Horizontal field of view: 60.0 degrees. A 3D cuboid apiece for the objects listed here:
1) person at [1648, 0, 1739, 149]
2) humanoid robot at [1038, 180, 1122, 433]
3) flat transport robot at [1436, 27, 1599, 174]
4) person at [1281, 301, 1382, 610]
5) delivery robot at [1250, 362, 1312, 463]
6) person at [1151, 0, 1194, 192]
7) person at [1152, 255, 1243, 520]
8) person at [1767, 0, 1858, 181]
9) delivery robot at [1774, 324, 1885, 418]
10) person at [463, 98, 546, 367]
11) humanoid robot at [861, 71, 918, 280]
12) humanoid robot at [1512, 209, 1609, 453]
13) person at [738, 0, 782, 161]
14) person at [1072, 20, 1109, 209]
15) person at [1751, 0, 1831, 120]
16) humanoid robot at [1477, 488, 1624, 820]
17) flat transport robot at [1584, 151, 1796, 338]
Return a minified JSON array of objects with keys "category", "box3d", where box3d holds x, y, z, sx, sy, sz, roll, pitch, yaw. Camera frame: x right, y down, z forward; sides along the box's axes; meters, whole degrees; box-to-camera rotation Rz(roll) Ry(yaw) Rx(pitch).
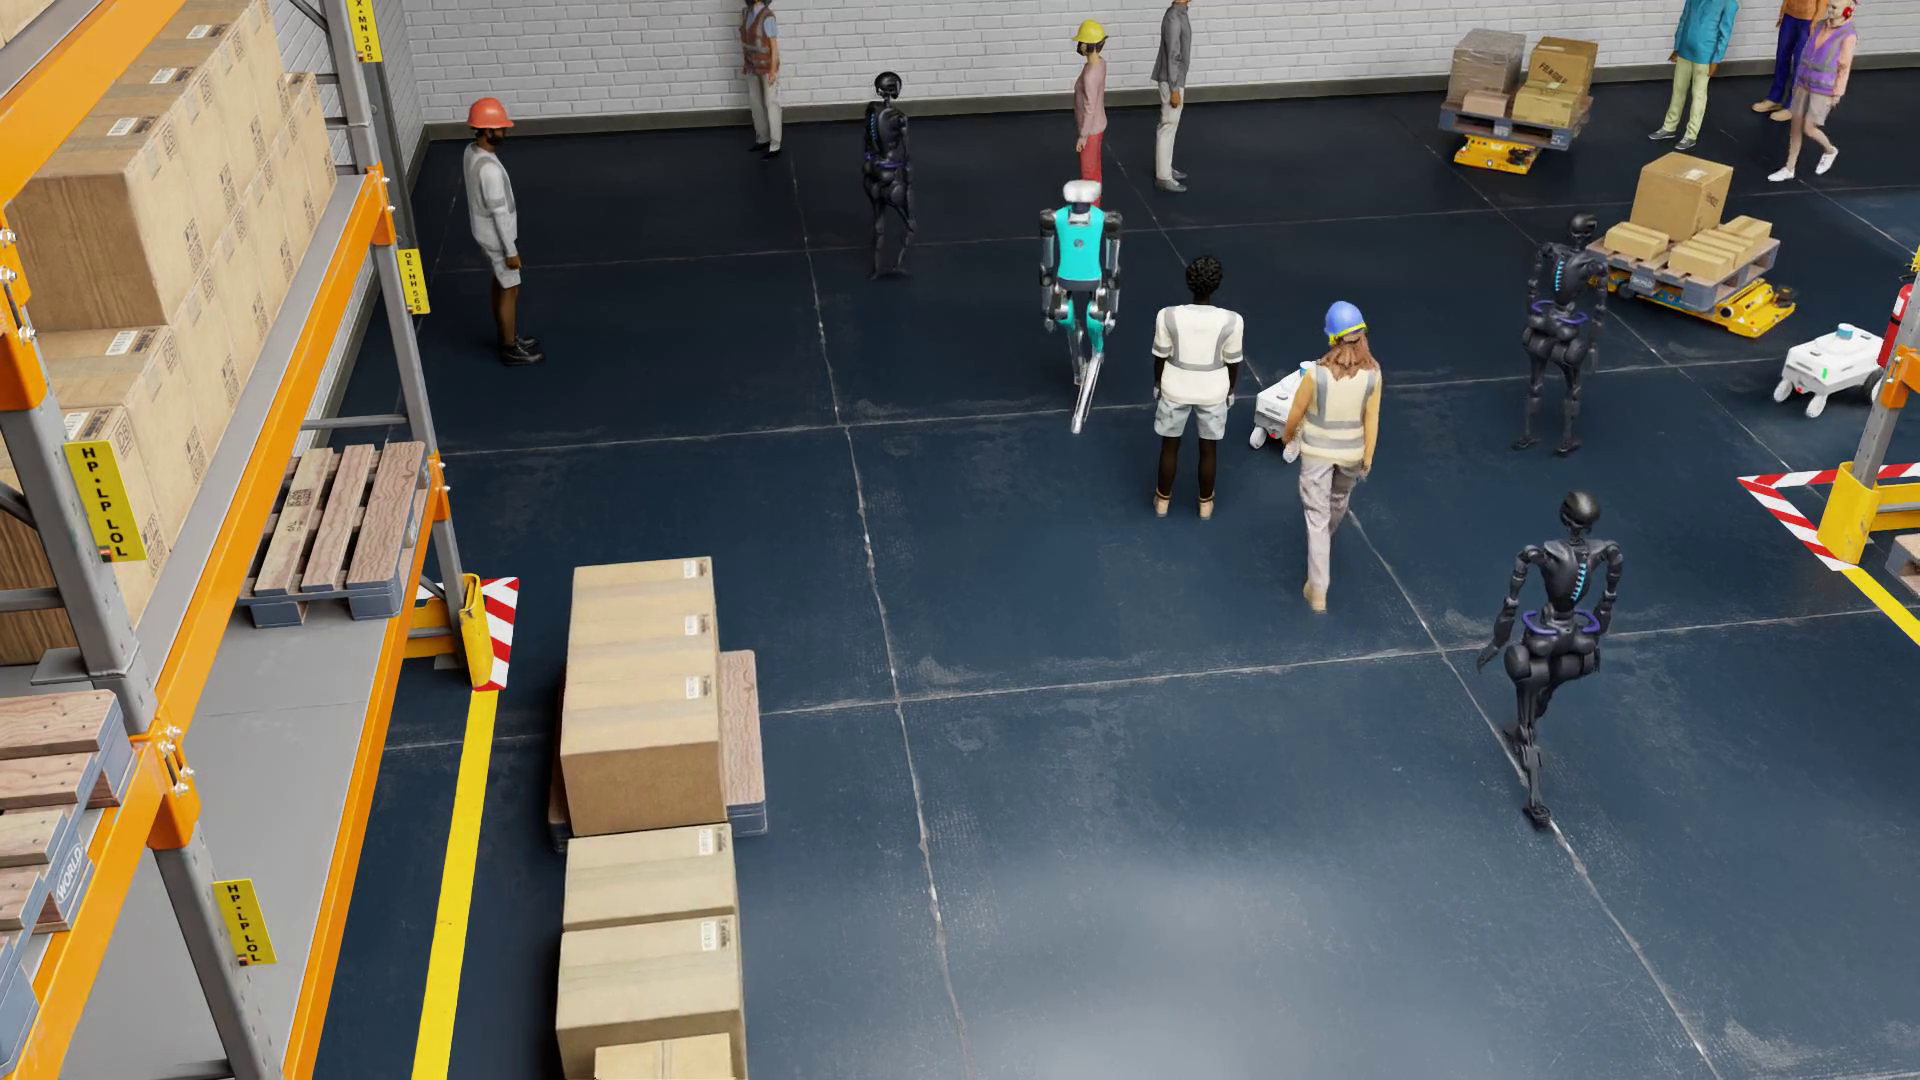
[{"category":"person","box3d":[6.834,-4.531,15.437,0.328,1.750,0.568,-15,36,-22]},{"category":"humanoid robot","box3d":[0.819,-1.659,11.066,0.544,1.777,0.947,5,33,8]},{"category":"flat transport robot","box3d":[5.182,-3.800,15.676,0.659,0.231,1.431,17,37,24]},{"category":"person","box3d":[2.063,-0.524,9.323,0.463,1.721,0.897,-3,33,-4]},{"category":"delivery robot","box3d":[2.263,-0.894,10.949,0.774,0.581,0.499,-29,43,-36]},{"category":"person","box3d":[1.857,-4.005,14.496,0.390,1.901,0.543,4,33,7]},{"category":"person","box3d":[1.392,-0.884,9.903,0.533,1.693,0.320,5,34,8]},{"category":"person","box3d":[7.584,-3.973,14.648,0.495,1.677,0.495,-10,34,-15]},{"category":"delivery robot","box3d":[6.024,-1.192,11.435,0.815,0.614,0.499,-17,37,-24]},{"category":"person","box3d":[-3.197,-2.133,11.610,0.388,1.926,0.546,-16,36,-23]},{"category":"humanoid robot","box3d":[-0.578,-2.812,12.880,0.415,1.646,0.591,-25,40,-33]},{"category":"humanoid robot","box3d":[3.838,-1.333,10.607,0.420,1.657,0.586,-25,41,-33]},{"category":"person","box3d":[-1.817,-4.314,15.165,0.445,1.690,0.304,29,43,36]},{"category":"person","box3d":[1.048,-3.375,13.655,0.306,1.768,0.523,6,34,9]},{"category":"person","box3d":[8.133,-5.079,16.082,0.398,1.974,0.517,-11,35,-16]},{"category":"humanoid robot","box3d":[2.792,0.519,7.825,0.597,1.647,0.778,-3,33,-5]},{"category":"flat transport robot","box3d":[5.613,-1.956,12.850,0.659,0.231,1.431,-28,42,-36]}]
